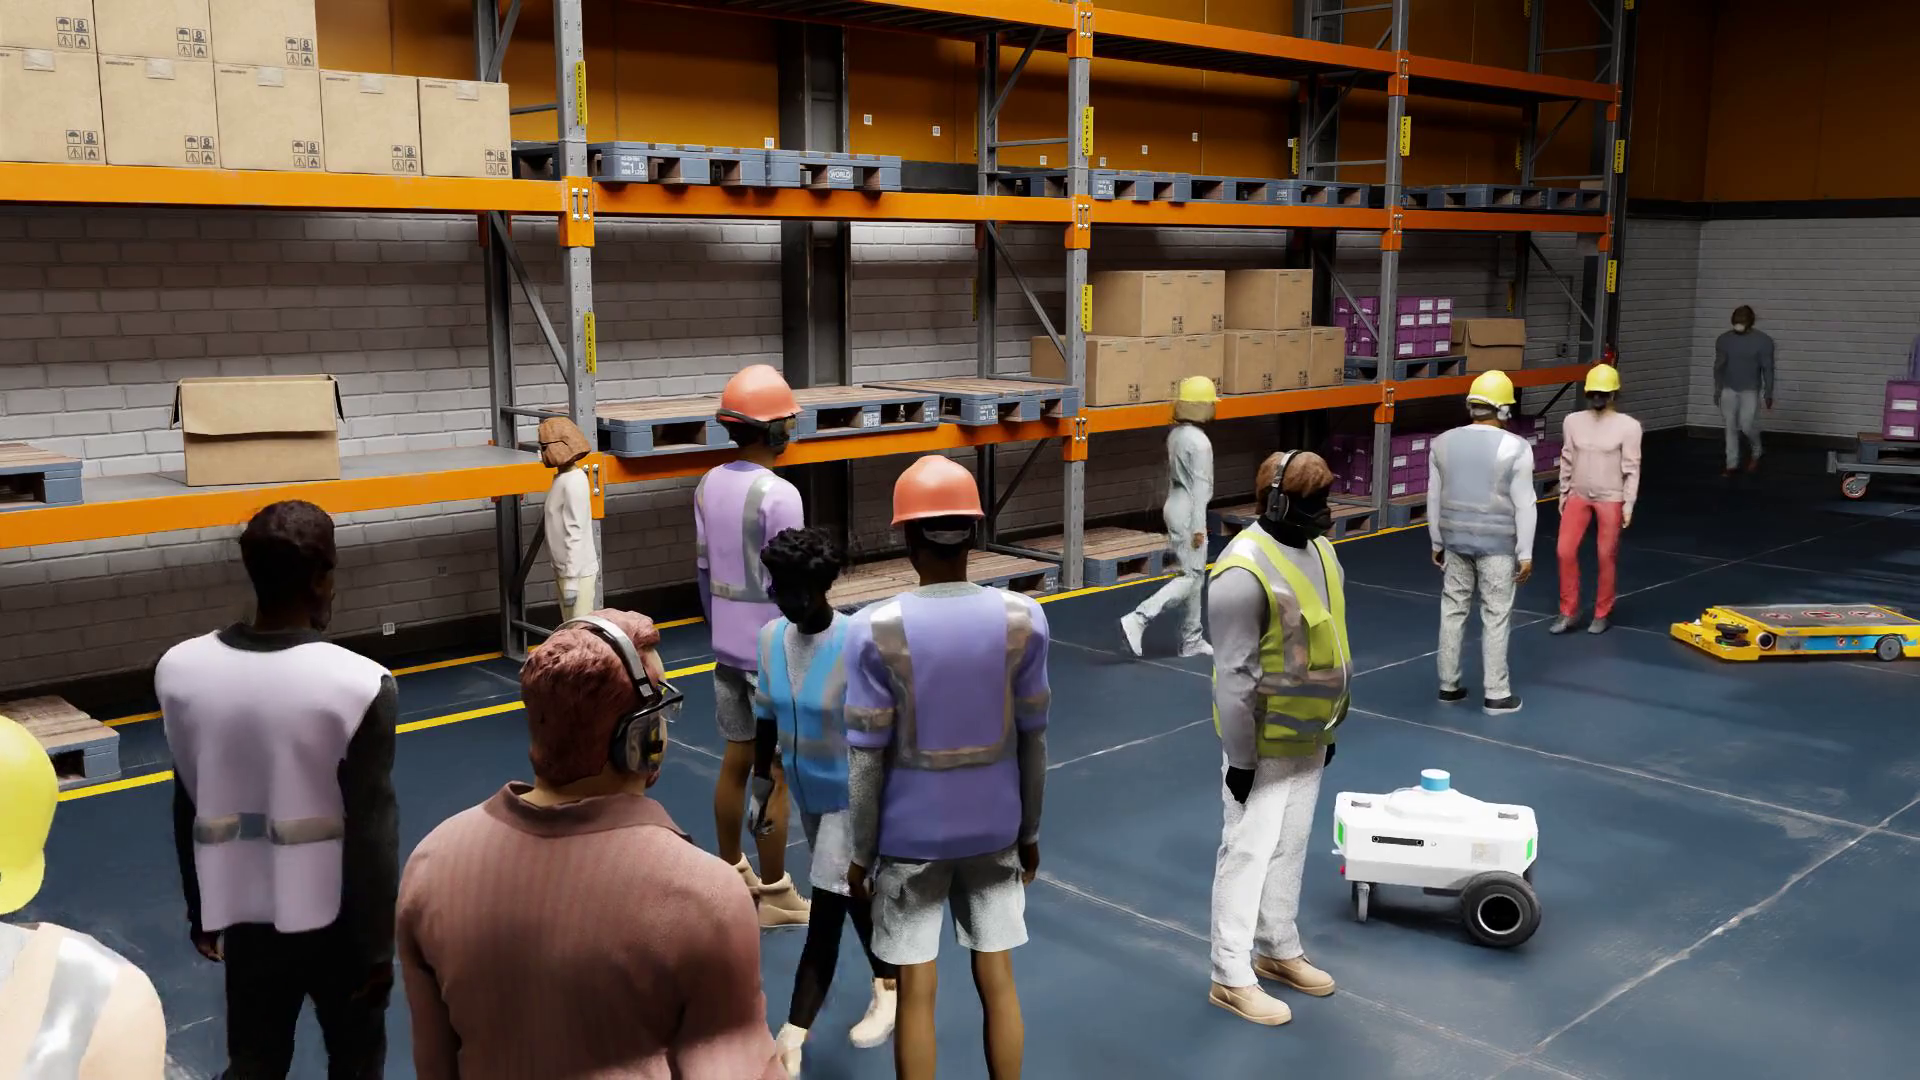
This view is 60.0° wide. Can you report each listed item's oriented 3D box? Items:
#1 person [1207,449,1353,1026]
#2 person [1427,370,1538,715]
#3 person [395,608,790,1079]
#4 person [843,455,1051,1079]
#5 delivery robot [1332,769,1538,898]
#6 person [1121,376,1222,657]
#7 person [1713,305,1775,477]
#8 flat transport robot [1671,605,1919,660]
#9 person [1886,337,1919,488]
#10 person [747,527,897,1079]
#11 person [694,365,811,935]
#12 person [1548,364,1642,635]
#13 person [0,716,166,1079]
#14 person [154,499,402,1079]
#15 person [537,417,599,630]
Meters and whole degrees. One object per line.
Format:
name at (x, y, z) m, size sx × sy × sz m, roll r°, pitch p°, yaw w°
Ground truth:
person at (1.027, 0.621, 5.332) m, size 0.431 × 1.836 × 0.619 m, roll 7°, pitch 12°, yaw 37°
person at (2.790, 0.013, 8.877) m, size 0.600 × 1.827 × 0.404 m, roll 9°, pitch 13°, yaw 43°
person at (-0.521, 1.050, 2.584) m, size 0.636 × 1.911 × 0.406 m, roll 5°, pitch 11°, yaw 25°
person at (-0.043, 0.743, 4.317) m, size 0.542 × 1.929 × 0.368 m, roll -3°, pitch 10°, yaw -17°
delivery robot at (1.723, 1.082, 6.072) m, size 0.707 × 0.478 × 0.477 m, roll 3°, pitch 10°, yaw 15°
person at (1.288, -0.119, 9.957) m, size 0.640 × 1.727 × 0.490 m, roll -2°, pitch 10°, yaw -13°
person at (8.634, -1.633, 18.314) m, size 0.567 × 1.911 × 0.635 m, roll -8°, pitch 12°, yaw -38°
flat transport robot at (5.234, 0.557, 10.251) m, size 1.431 × 0.197 × 0.652 m, roll -1°, pitch 10°, yaw -4°
person at (10.116, -1.502, 17.509) m, size 0.639 × 1.924 × 0.633 m, roll 9°, pitch 13°, yaw 41°
person at (-0.430, 0.778, 4.907) m, size 0.812 × 1.640 × 0.541 m, roll -9°, pitch 13°, yaw -43°
person at (-0.707, 0.394, 6.011) m, size 0.362 × 2.048 × 0.613 m, roll -8°, pitch 12°, yaw -39°
person at (4.018, -0.239, 10.578) m, size 0.541 × 1.741 × 0.653 m, roll 9°, pitch 13°, yaw 42°
person at (-1.372, 1.110, 2.336) m, size 0.620 × 1.871 × 0.862 m, roll 1°, pitch 10°, yaw 4°
person at (-1.555, 0.853, 3.789) m, size 0.601 × 1.890 × 0.744 m, roll 2°, pitch 10°, yaw 9°
person at (-1.982, 0.187, 8.458) m, size 0.272 × 1.627 × 0.495 m, roll -4°, pitch 10°, yaw -21°
